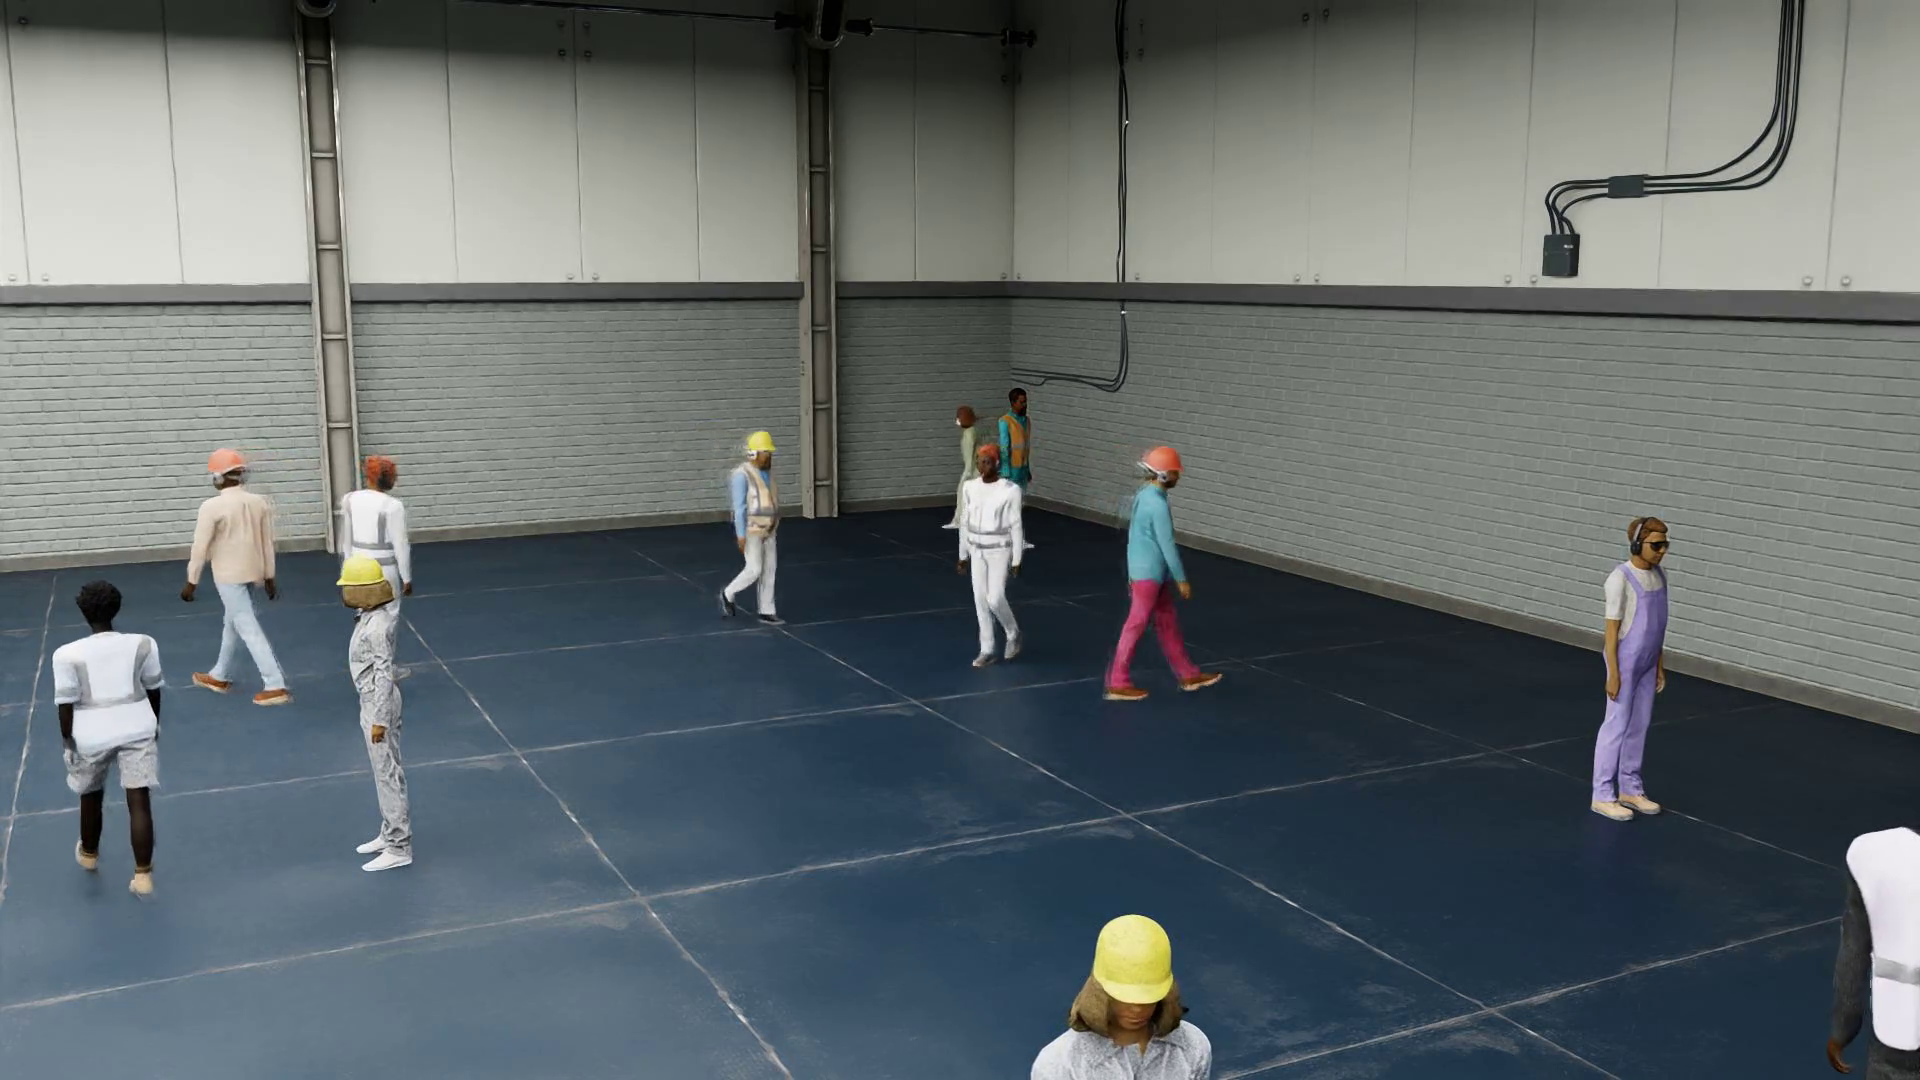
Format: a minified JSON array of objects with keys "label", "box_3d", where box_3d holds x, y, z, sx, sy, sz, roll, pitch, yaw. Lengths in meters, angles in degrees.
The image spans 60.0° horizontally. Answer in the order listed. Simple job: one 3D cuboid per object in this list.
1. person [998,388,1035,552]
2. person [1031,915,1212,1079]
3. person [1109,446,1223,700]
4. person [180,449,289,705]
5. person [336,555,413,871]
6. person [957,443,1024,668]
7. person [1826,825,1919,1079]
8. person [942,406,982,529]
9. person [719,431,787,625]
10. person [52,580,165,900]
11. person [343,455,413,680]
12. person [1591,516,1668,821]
[{"label":"person","box_3d":[0.647,-0.828,19.506,0.381,1.918,0.596,5,11,30]},{"label":"person","box_3d":[0.409,1.756,4.132,0.492,1.740,0.318,-3,10,-20]},{"label":"person","box_3d":[1.589,0.262,12.676,0.975,1.944,0.610,0,9,-3]},{"label":"person","box_3d":[-5.521,0.280,12.647,1.046,1.941,0.626,3,10,18]},{"label":"person","box_3d":[-3.225,0.941,9.151,0.312,1.741,0.492,-4,10,-23]},{"label":"person","box_3d":[0.261,0.126,13.765,0.573,1.870,0.451,7,11,35]},{"label":"person","box_3d":[2.977,1.527,5.050,0.597,1.905,0.389,4,10,22]},{"label":"person","box_3d":[0.204,-0.914,21.075,0.811,1.582,0.538,-1,9,-8]},{"label":"person","box_3d":[-1.907,-0.110,15.389,0.561,1.817,0.607,5,11,30]},{"label":"person","box_3d":[-4.509,1.032,8.841,0.549,1.650,0.864,-7,11,-36]},{"label":"person","box_3d":[-4.605,0.251,13.074,0.646,1.853,0.629,3,10,18]},{"label":"person","box_3d":[4.038,0.763,9.972,0.501,1.838,0.341,-6,11,-34]}]
